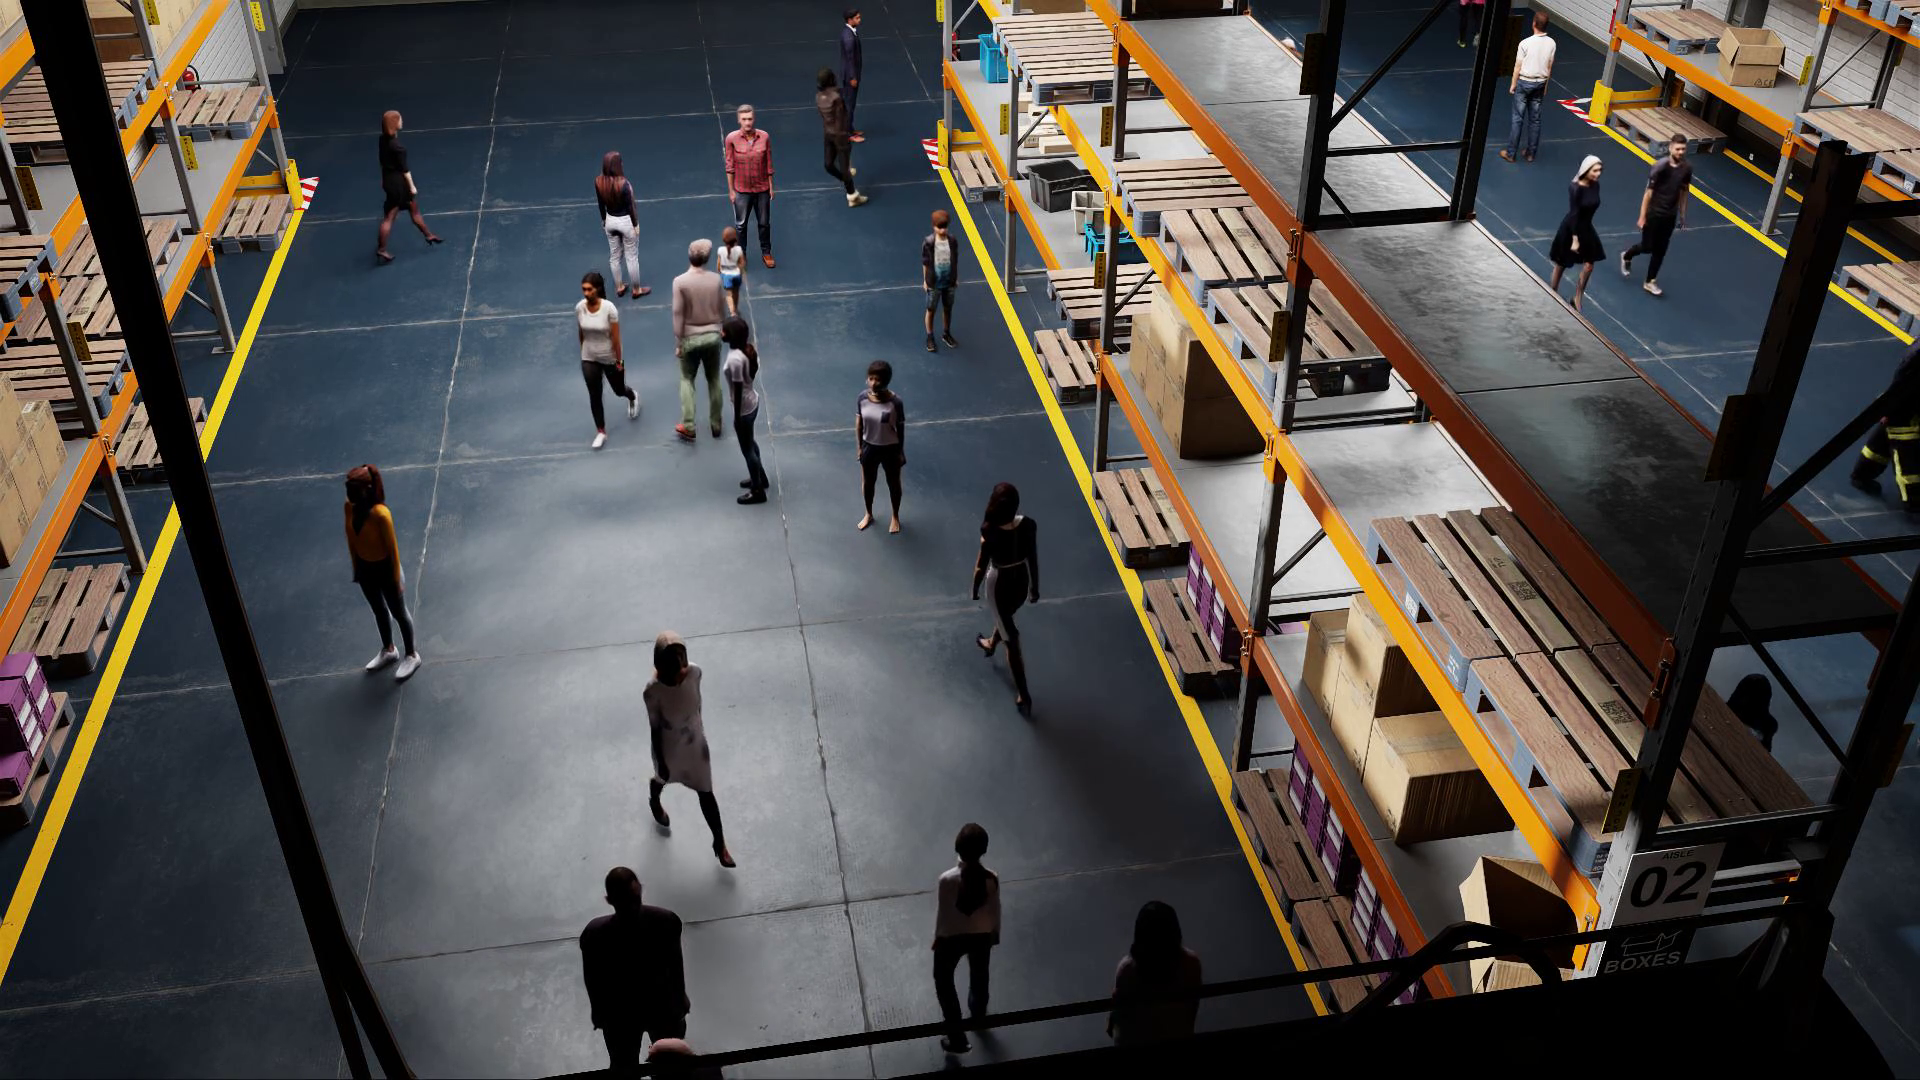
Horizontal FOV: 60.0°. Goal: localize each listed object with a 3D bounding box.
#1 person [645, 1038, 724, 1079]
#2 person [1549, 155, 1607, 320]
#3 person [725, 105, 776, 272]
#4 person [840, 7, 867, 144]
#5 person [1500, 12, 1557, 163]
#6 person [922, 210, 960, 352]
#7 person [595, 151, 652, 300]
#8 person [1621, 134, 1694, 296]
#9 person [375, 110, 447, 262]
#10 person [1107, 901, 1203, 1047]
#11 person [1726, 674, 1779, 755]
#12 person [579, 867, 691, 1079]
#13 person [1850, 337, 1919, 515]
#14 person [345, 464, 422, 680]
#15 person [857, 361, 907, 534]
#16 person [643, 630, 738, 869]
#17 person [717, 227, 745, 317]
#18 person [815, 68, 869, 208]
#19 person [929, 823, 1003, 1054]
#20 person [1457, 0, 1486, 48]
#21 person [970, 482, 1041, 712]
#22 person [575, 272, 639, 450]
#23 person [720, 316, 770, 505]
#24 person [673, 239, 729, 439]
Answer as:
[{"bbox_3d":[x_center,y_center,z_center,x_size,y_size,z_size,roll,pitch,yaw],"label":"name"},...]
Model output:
[{"bbox_3d":[-1.188,3.000,7.850,0.869,1.828,0.750,10,35,15],"label":"person"},{"bbox_3d":[6.295,-3.155,17.199,0.720,1.730,0.821,-16,37,-22],"label":"person"},{"bbox_3d":[-2.286,-3.864,18.175,0.707,1.831,0.589,-10,35,-14],"label":"person"},{"bbox_3d":[-1.421,-6.038,21.545,0.705,1.721,0.484,-3,34,-5],"label":"person"},{"bbox_3d":[7.174,-5.686,20.900,0.659,1.848,0.570,-3,34,-5],"label":"person"},{"bbox_3d":[-0.191,-2.612,16.638,0.568,1.446,0.557,-12,35,-17],"label":"person"},{"bbox_3d":[-3.576,-3.338,17.584,0.684,1.608,0.698,12,36,18],"label":"person"},{"bbox_3d":[7.408,-3.497,17.697,0.708,1.747,0.856,-9,35,-14],"label":"person"},{"bbox_3d":[-6.283,-3.838,18.300,0.954,1.648,1.066,-23,40,-31],"label":"person"},{"bbox_3d":[1.018,2.588,8.679,0.640,1.596,0.664,-8,34,-11],"label":"person"},{"bbox_3d":[4.667,1.464,10.256,0.699,1.722,0.844,3,34,4],"label":"person"},{"bbox_3d":[-1.678,2.406,8.733,0.684,1.840,0.586,-7,34,-11],"label":"person"},{"bbox_3d":[8.013,-1.176,14.135,1.055,1.826,1.231,-20,39,-28],"label":"person"},{"bbox_3d":[-4.220,0.218,12.106,0.680,1.750,0.721,15,36,21],"label":"person"},{"bbox_3d":[-0.653,-0.790,13.790,0.645,1.565,0.657,9,35,13],"label":"person"},{"bbox_3d":[-1.846,1.265,10.573,0.968,1.703,1.169,-26,42,-33],"label":"person"},{"bbox_3d":[-2.374,-2.739,17.224,0.454,1.010,0.701,-9,35,-13],"label":"person"},{"bbox_3d":[-1.389,-4.810,19.768,0.982,1.642,0.932,-1,34,-2],"label":"person"},{"bbox_3d":[0.035,2.240,9.252,0.549,1.542,0.759,-5,34,-8],"label":"person"},{"bbox_3d":[7.692,-8.105,24.818,0.614,1.539,0.759,0,34,-1],"label":"person"},{"bbox_3d":[0.386,0.447,11.753,0.825,1.760,1.184,-15,37,-22],"label":"person"},{"bbox_3d":[-3.213,-1.685,15.080,0.795,1.628,1.057,6,34,9],"label":"person"},{"bbox_3d":[-1.836,-1.122,14.151,0.657,1.718,0.494,-1,34,-2],"label":"person"},{"bbox_3d":[-2.333,-1.759,15.007,0.819,1.832,0.741,-22,39,-29],"label":"person"}]
